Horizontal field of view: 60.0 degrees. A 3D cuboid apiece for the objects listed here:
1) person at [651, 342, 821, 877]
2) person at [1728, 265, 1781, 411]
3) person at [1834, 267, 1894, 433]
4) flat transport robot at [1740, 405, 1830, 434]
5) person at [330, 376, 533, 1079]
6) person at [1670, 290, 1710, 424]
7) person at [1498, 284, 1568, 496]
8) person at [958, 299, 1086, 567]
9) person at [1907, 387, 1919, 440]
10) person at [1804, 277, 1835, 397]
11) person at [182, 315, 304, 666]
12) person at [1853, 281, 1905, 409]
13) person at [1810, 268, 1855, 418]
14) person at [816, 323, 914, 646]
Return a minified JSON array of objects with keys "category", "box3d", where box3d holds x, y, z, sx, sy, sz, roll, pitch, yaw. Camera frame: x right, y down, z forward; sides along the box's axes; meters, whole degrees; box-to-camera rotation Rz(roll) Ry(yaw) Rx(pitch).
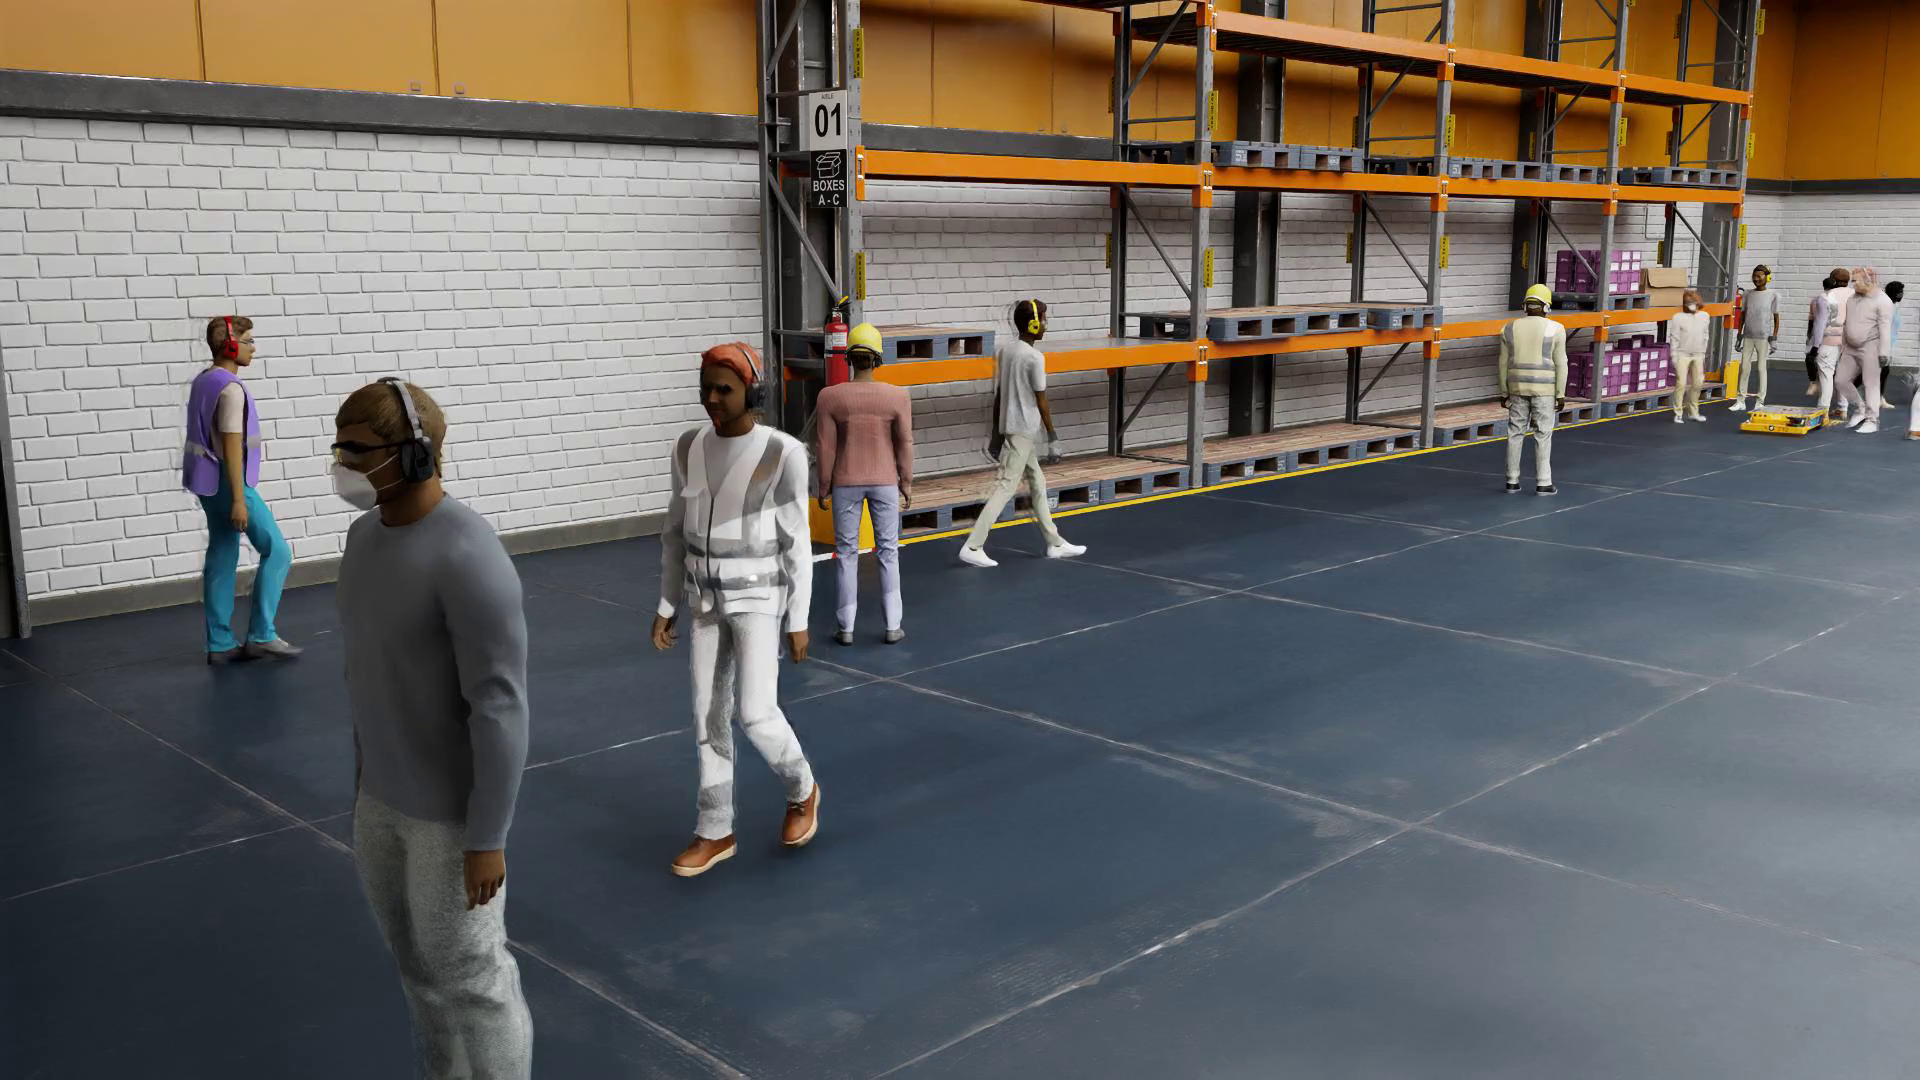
[{"category":"person","box3d":[-0.807,0.239,5.885,0.600,1.874,0.545,6,12,31]},{"category":"person","box3d":[10.132,-2.558,21.156,0.333,1.873,0.520,-9,14,-41]},{"category":"person","box3d":[10.314,-2.154,18.963,0.415,1.883,0.754,-3,11,-16]},{"category":"flat transport robot","box3d":[9.556,-1.404,19.229,0.652,0.197,1.431,8,13,37]},{"category":"person","box3d":[-1.202,0.597,3.771,0.354,1.936,0.635,-10,14,-43]},{"category":"person","box3d":[8.661,-2.172,19.786,0.526,1.598,0.416,-1,10,-8]},{"category":"person","box3d":[4.960,-1.296,14.395,0.588,1.826,0.403,8,13,37]},{"category":"person","box3d":[0.416,-0.720,11.316,1.014,1.816,0.538,-5,11,-25]},{"category":"person","box3d":[10.821,-2.021,18.235,1.043,1.876,0.631,-5,12,-27]},{"category":"person","box3d":[11.935,-2.786,22.932,0.466,1.667,0.550,-9,13,-39]},{"category":"person","box3d":[-3.723,-0.255,8.700,0.604,1.825,0.604,-8,13,-38]},{"category":"person","box3d":[11.891,-2.545,21.676,0.652,1.667,0.555,7,13,35]},{"category":"person","box3d":[10.743,-2.413,20.443,0.630,1.842,0.429,-2,11,-11]},{"category":"person","box3d":[-0.521,-0.297,9.111,0.534,1.767,0.313,-1,10,-6]}]
